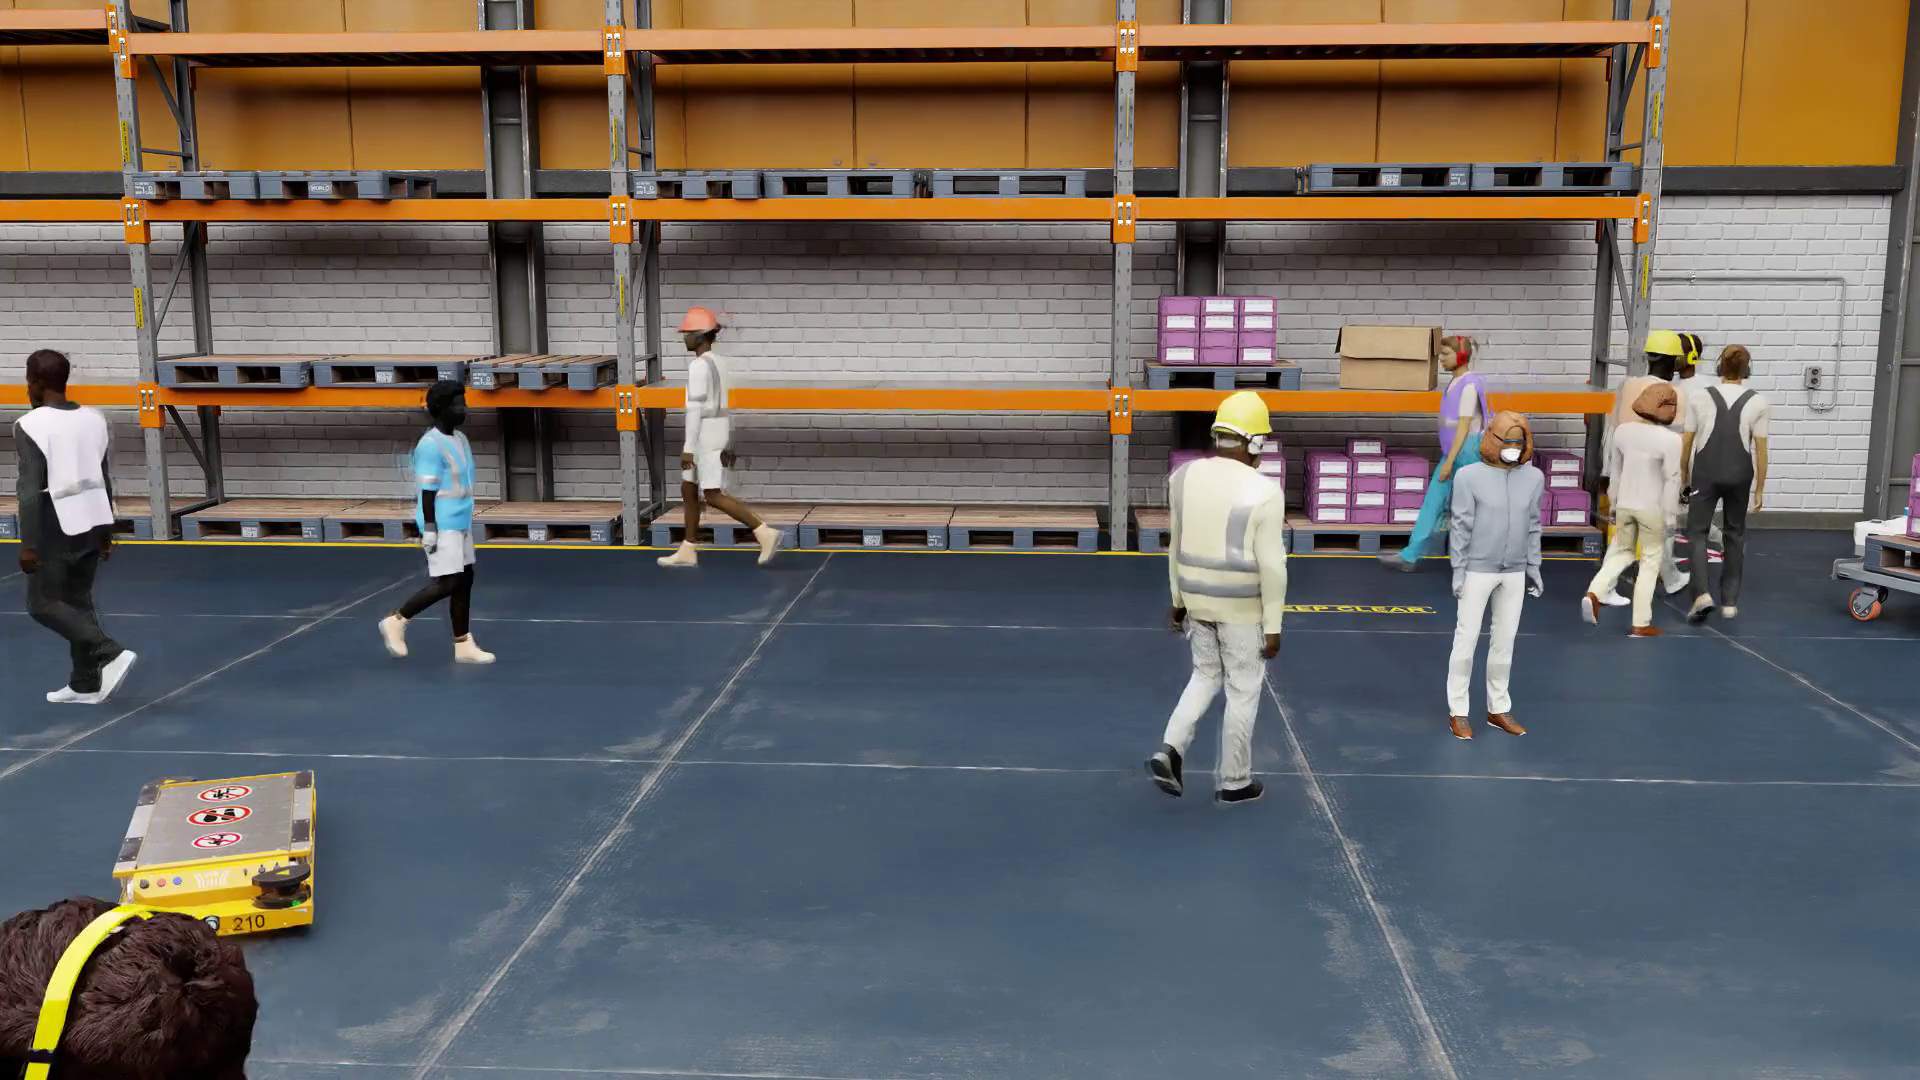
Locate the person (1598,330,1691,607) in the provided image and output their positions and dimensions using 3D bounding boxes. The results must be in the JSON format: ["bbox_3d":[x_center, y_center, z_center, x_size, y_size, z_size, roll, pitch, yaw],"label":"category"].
[{"bbox_3d":[4.742,-0.483,11.324,0.986,1.873,0.612,-3,10,-17],"label":"person"}]

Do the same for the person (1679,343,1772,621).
[{"bbox_3d":[4.975,-0.368,10.859,0.537,1.823,0.654,4,10,22],"label":"person"}]

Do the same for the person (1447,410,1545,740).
[{"bbox_3d":[2.653,0.170,8.236,0.498,1.633,0.280,-2,10,-13],"label":"person"}]

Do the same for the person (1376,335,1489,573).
[{"bbox_3d":[3.647,-0.609,12.320,0.969,1.787,0.595,0,10,1],"label":"person"}]

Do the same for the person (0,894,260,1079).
[{"bbox_3d":[-0.748,1.206,1.565,0.945,1.831,0.499,3,10,17],"label":"person"}]

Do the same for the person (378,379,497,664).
[{"bbox_3d":[-3.034,-0.092,9.608,0.545,1.686,0.539,1,10,4],"label":"person"}]

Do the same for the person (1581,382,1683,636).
[{"bbox_3d":[4.189,-0.170,10.303,0.513,1.615,0.503,-5,11,-29],"label":"person"}]

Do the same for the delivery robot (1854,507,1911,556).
[{"bbox_3d":[6.891,0.007,12.068,0.477,0.478,0.707,-6,11,-30],"label":"delivery robot"}]

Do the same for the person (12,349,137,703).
[{"bbox_3d":[-4.626,-0.046,8.712,0.534,1.898,0.618,2,10,10],"label":"person"}]

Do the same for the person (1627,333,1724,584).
[{"bbox_3d":[5.321,-0.579,12.057,0.814,1.840,0.500,-1,10,-3],"label":"person"}]

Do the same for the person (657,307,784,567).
[{"bbox_3d":[-1.834,-0.759,12.607,0.932,2.008,0.607,0,10,1],"label":"person"}]

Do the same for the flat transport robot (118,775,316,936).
[{"bbox_3d":[-2.823,1.169,6.369,0.652,0.197,1.431,-4,10,-20],"label":"flat transport robot"}]

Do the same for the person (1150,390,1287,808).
[{"bbox_3d":[1.118,0.274,7.082,0.501,1.818,0.619,-9,13,-41],"label":"person"}]
